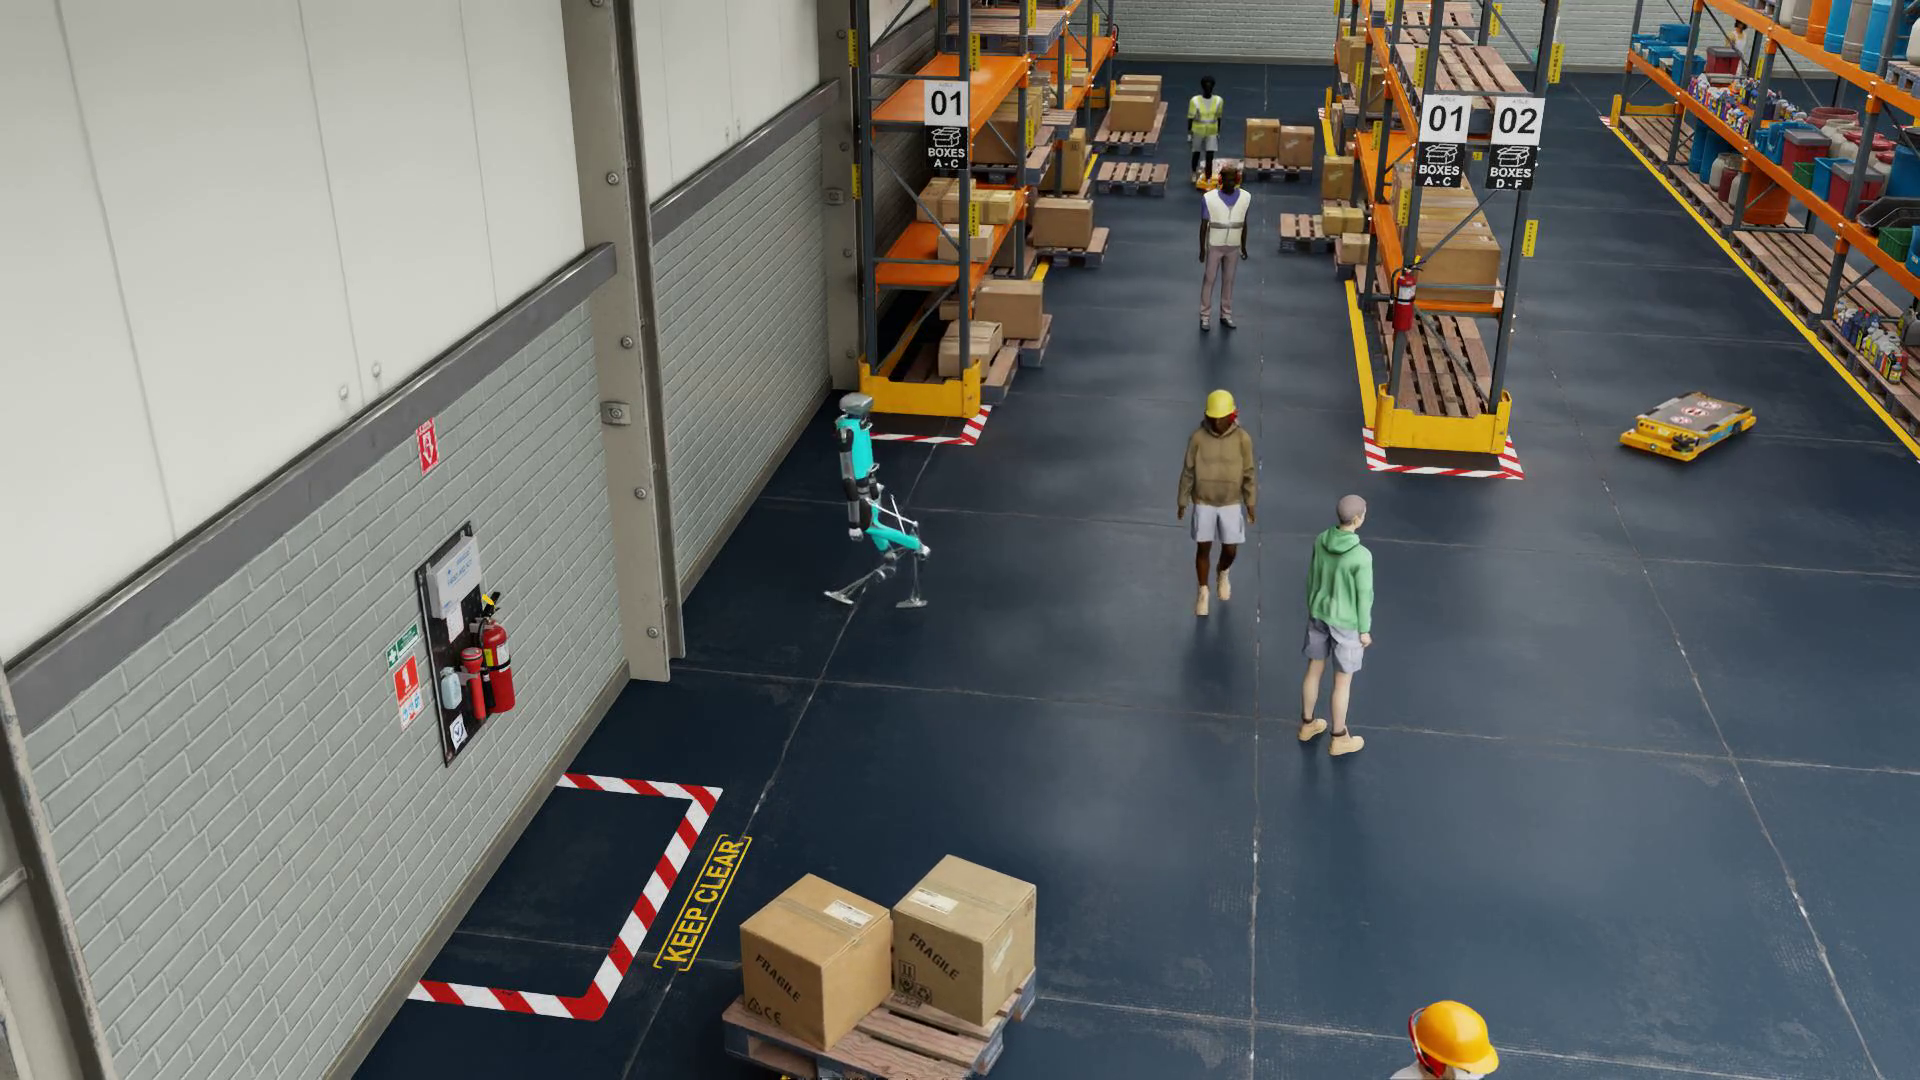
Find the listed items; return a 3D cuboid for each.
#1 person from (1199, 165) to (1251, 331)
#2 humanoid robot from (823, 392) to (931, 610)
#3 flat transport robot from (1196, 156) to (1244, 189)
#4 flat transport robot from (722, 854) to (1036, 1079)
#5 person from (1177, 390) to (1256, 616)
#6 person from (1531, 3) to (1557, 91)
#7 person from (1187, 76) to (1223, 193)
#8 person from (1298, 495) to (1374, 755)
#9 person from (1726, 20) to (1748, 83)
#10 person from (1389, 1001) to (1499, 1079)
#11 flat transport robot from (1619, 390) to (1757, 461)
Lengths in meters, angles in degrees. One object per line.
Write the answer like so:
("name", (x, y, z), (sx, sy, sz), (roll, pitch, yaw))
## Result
("person", (2.918, -3.255, 18.462), (0.564, 1.844, 0.382), (-6, 26, -12))
("humanoid robot", (-0.531, -0.209, 12.118), (1.037, 1.754, 0.544), (6, 26, 12))
("flat transport robot", (3.970, -5.584, 25.309), (0.659, 0.231, 1.431), (5, 25, 10))
("flat transport robot", (-0.393, 2.460, 8.093), (0.659, 0.231, 1.431), (12, 27, 23))
("person", (1.882, -0.280, 12.204), (0.581, 1.747, 0.449), (5, 25, 10))
("person", (11.236, -9.516, 31.968), (0.386, 1.756, 0.522), (-4, 25, -9))
("person", (3.610, -6.053, 24.659), (0.529, 1.666, 0.784), (-1, 25, -2))
("person", (2.371, 0.527, 10.487), (0.336, 1.743, 0.474), (-18, 30, -33))
("person", (13.658, -8.336, 29.324), (0.557, 1.856, 0.391), (-14, 29, -28))
("person", (1.693, 2.472, 6.163), (0.580, 1.887, 0.385), (-17, 30, -32))
("flat transport robot", (6.881, -1.084, 15.678), (1.431, 0.231, 0.659), (-21, 32, -38))
